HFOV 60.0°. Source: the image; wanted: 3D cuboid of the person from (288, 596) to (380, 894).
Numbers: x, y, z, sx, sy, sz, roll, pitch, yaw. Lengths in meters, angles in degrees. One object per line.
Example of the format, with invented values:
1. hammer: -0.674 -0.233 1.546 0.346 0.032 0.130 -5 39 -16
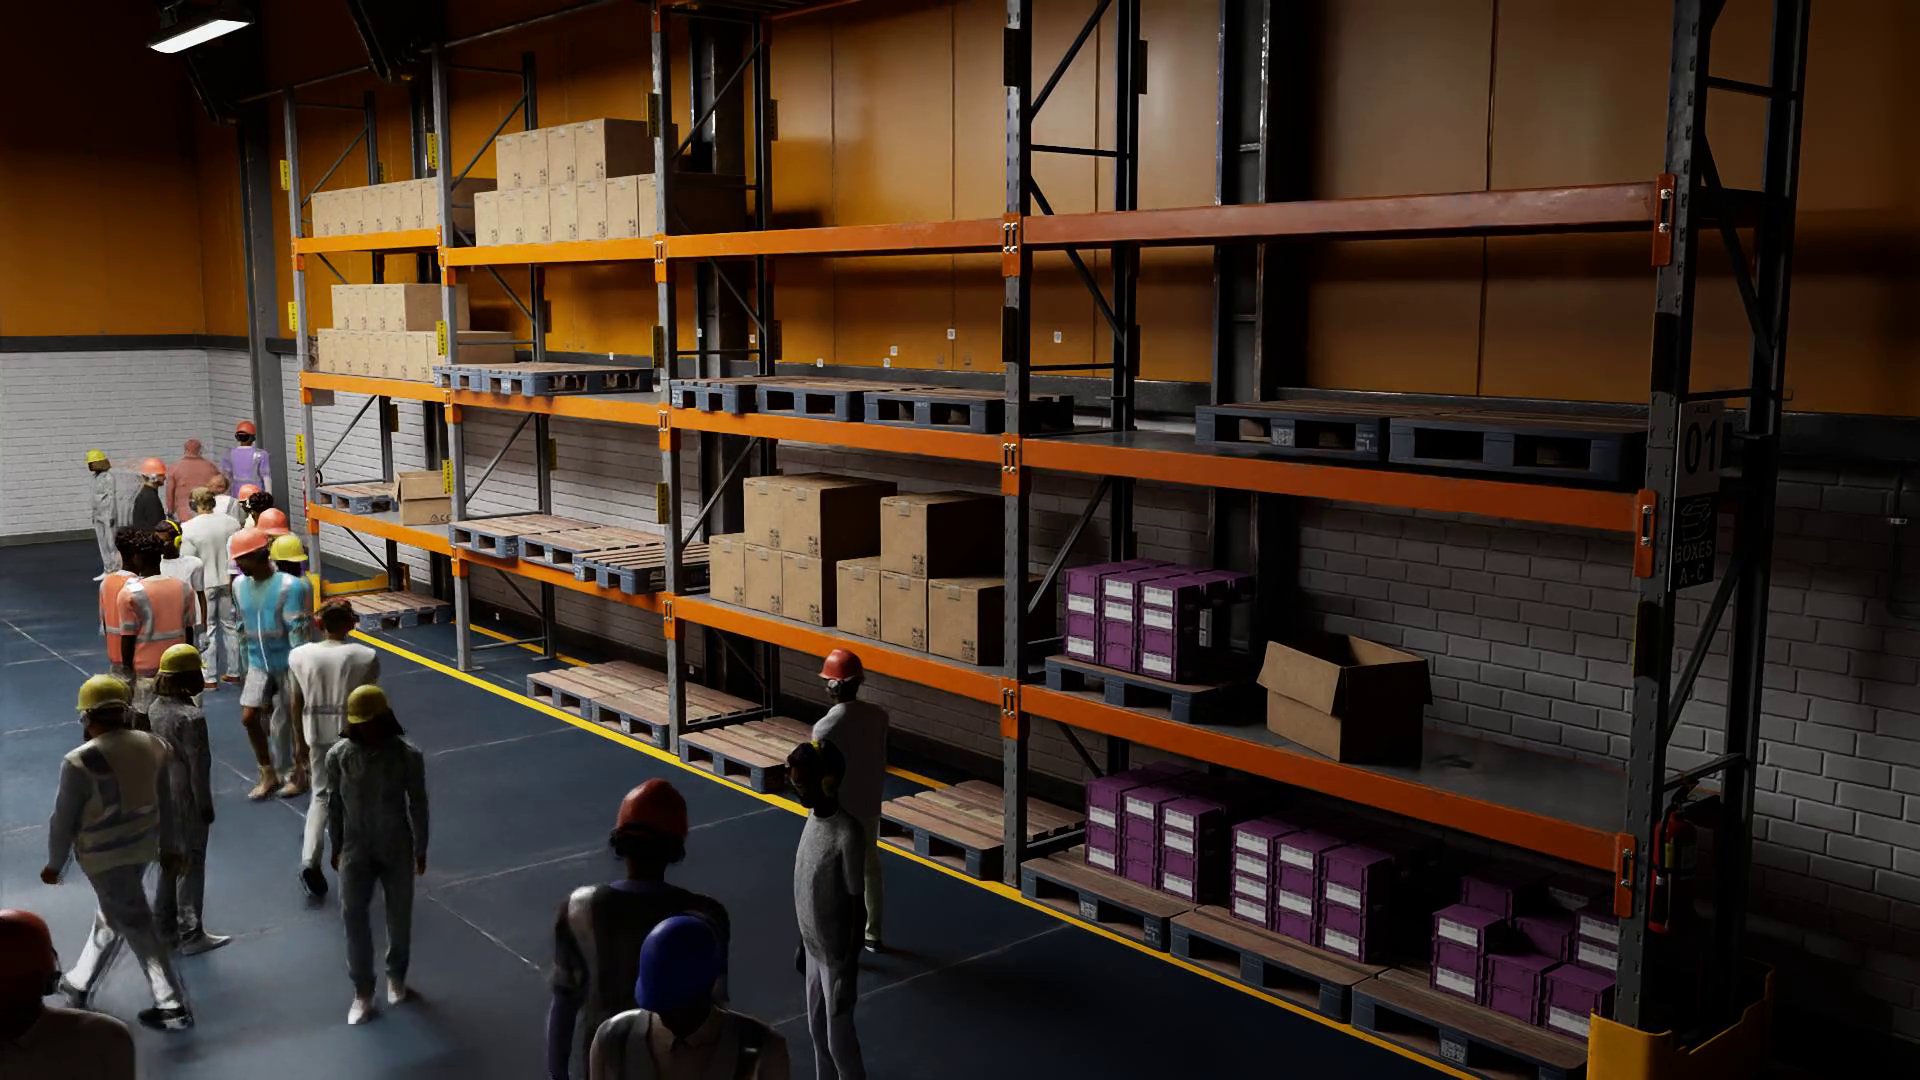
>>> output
1. person: -3.908 1.261 10.392 0.573 1.816 0.851 -1 8 -4

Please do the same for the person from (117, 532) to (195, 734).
1. person: -5.925 0.915 12.295 0.379 1.958 0.599 4 9 26

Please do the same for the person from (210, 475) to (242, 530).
1. person: -8.771 0.025 19.735 0.521 1.590 0.847 -2 8 -13

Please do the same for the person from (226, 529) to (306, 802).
1. person: -5.004 0.918 12.067 0.651 2.006 0.628 1 8 8

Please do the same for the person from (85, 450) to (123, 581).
1. person: -11.141 -0.314 21.605 0.490 1.732 0.320 5 10 32

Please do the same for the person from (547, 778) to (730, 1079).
1. person: -1.108 1.846 5.649 0.644 2.008 0.830 0 8 -2

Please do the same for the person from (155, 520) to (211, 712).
1. person: -6.463 0.756 13.711 0.521 1.864 0.335 -1 8 -8

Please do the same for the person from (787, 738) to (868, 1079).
1. person: -0.560 1.732 6.920 0.328 1.865 0.519 -4 9 -28

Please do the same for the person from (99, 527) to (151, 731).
1. person: -6.190 0.878 12.502 0.612 1.963 0.361 6 10 35

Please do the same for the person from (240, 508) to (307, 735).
1. person: -5.746 0.682 14.021 0.393 1.925 0.550 8 11 44

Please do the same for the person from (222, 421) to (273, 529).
1. person: -9.559 -0.581 22.381 0.615 2.040 0.381 -1 8 -6

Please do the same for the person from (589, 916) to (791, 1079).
1. person: -0.783 2.000 4.809 0.604 1.936 0.411 0 8 3

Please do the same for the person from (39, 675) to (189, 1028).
1. person: -4.304 1.564 8.384 0.940 1.768 0.578 2 8 15

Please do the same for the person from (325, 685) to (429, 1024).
1. person: -2.962 1.578 8.459 0.506 1.716 0.641 -2 8 -12

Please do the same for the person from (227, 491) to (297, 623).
1. person: -6.195 0.539 14.859 0.615 1.962 0.361 -4 9 -24

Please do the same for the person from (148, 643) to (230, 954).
1. person: -4.370 1.444 9.386 0.485 1.736 0.341 6 10 38

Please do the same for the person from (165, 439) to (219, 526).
1. person: -10.026 -0.394 21.783 1.014 1.852 0.626 7 11 41

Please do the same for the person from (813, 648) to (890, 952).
1. person: -0.629 1.461 9.178 0.329 1.753 0.560 6 10 38

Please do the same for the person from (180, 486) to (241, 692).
1. person: -7.013 0.455 15.562 0.370 1.934 0.627 5 10 31

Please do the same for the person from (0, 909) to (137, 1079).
1. person: -2.630 1.992 4.712 0.617 1.986 0.411 -3 9 -21
